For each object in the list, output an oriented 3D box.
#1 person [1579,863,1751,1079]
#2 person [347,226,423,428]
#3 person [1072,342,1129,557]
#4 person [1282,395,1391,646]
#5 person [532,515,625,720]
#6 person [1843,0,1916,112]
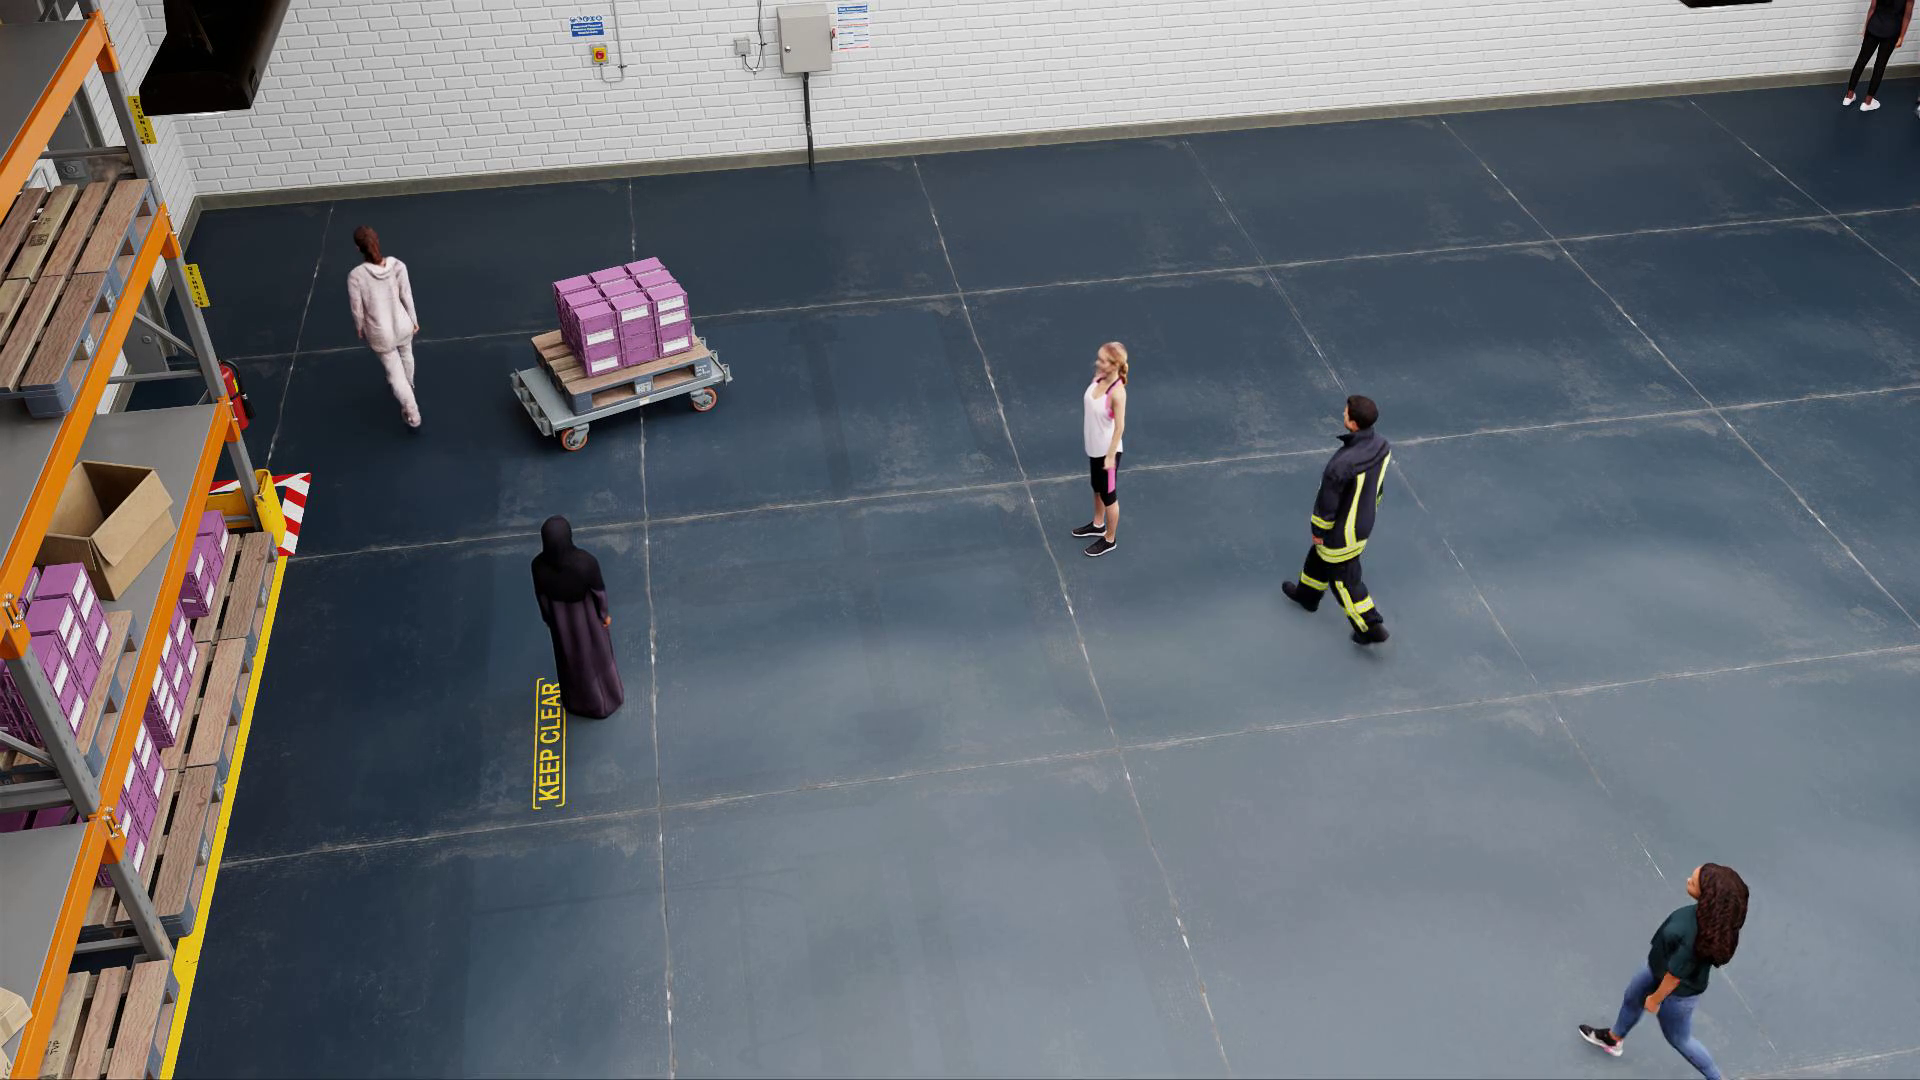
[{"bbox_3d":[3.759,2.308,8.529,1.089,1.585,1.042,22,44,25],"label":"person"},{"bbox_3d":[-4.603,-1.686,13.480,0.944,1.648,1.180,-24,44,-27],"label":"person"},{"bbox_3d":[1.061,-0.679,12.108,0.689,1.787,0.500,-11,40,-14],"label":"person"},{"bbox_3d":[2.683,-0.104,11.298,1.334,1.899,1.192,32,48,33],"label":"person"},{"bbox_3d":[-2.498,0.487,10.786,0.622,1.614,0.620,-1,39,-2],"label":"person"},{"bbox_3d":[10.178,-5.610,18.329,0.772,1.729,0.677,-27,46,-30],"label":"person"}]
